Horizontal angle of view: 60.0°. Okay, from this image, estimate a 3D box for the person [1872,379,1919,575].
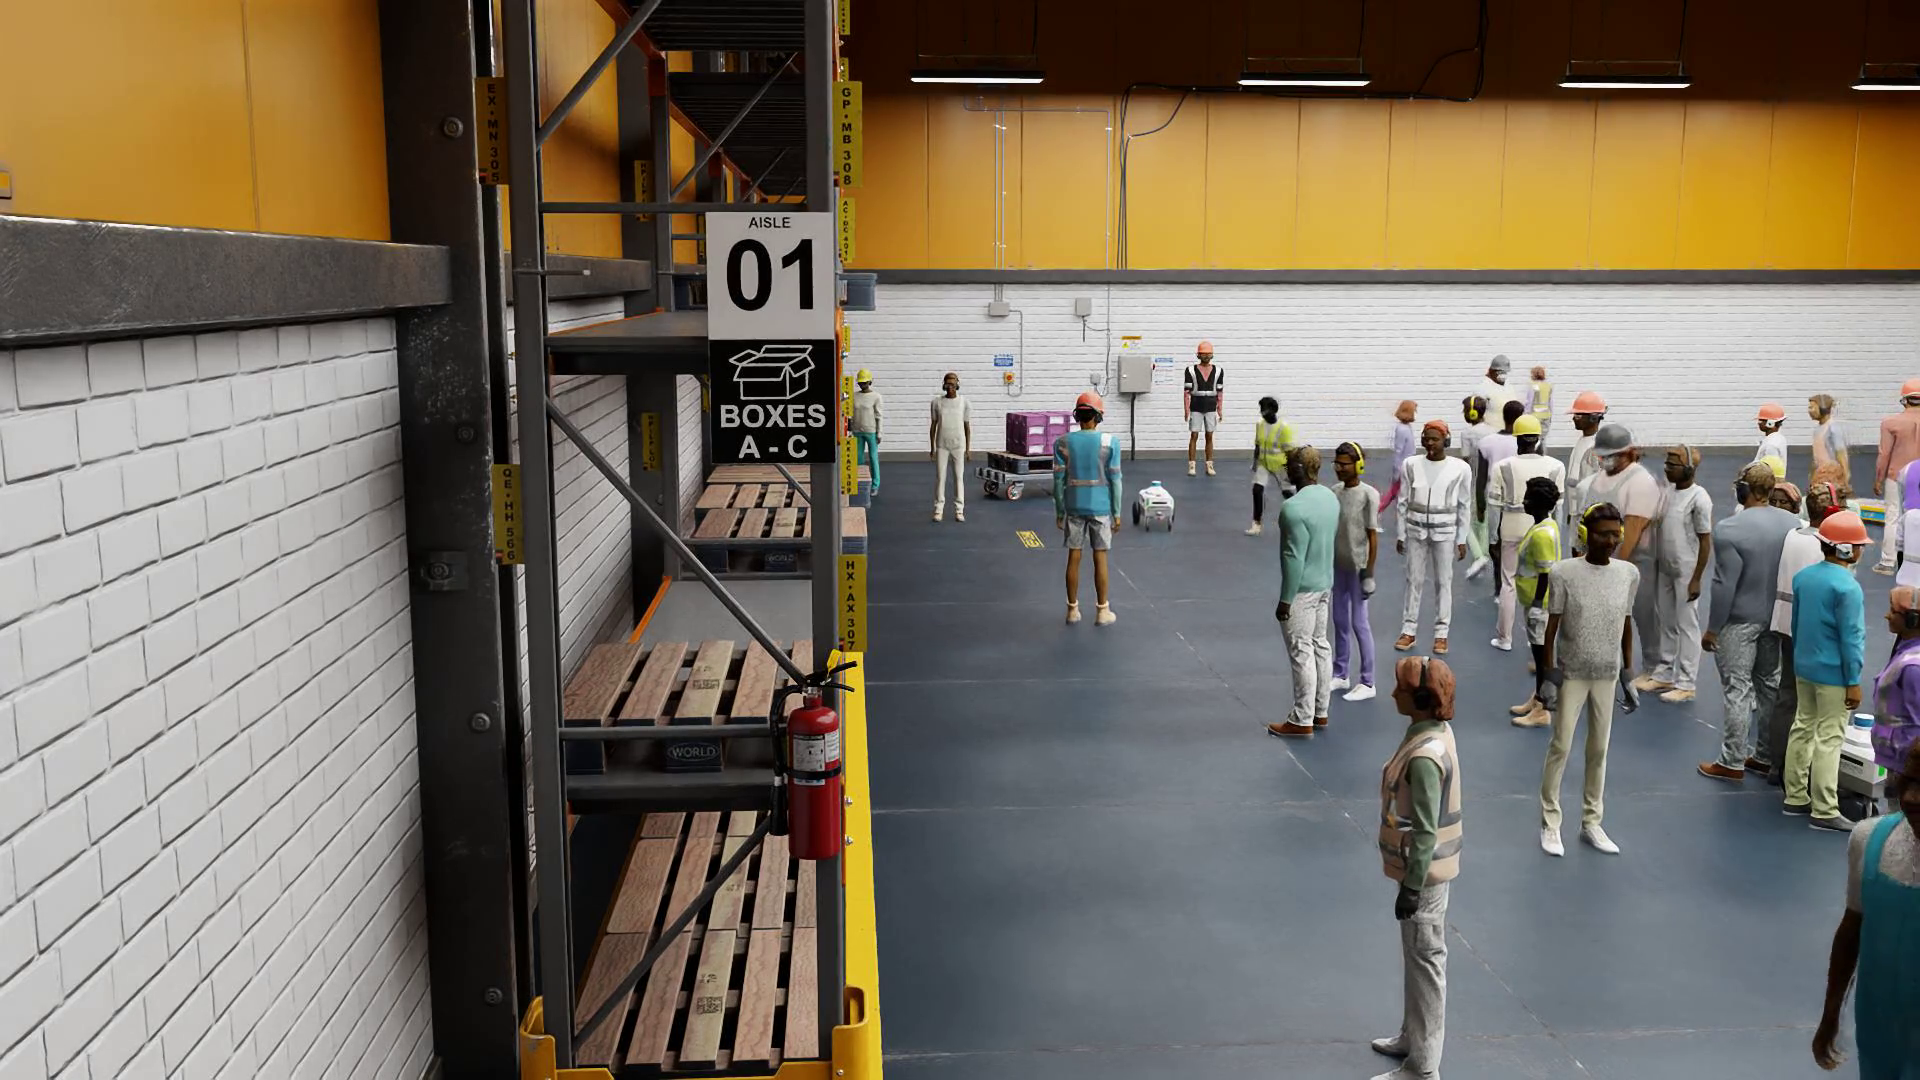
[{"bbox_3d":[9.576,-0.630,16.819,0.617,1.994,0.381,1,9,7],"label":"person"}]

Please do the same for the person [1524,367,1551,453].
[{"bbox_3d":[8.995,-1.878,25.851,0.562,1.619,0.349,-5,10,-29],"label":"person"}]

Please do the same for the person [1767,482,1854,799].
[{"bbox_3d":[4.955,0.578,9.693,0.390,1.846,0.565,-2,9,-11],"label":"person"}]

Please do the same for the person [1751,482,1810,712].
[{"bbox_3d":[5.573,0.418,11.346,0.524,1.639,0.308,7,12,38],"label":"person"}]

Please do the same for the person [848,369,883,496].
[{"bbox_3d":[-1.305,-1.474,22.869,0.524,1.761,0.338,4,10,24],"label":"person"}]

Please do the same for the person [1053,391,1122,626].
[{"bbox_3d":[1.112,-0.269,14.417,0.606,2.038,0.382,3,10,18],"label":"person"}]

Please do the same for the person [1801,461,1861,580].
[{"bbox_3d":[6.559,0.212,12.658,0.498,1.633,0.282,7,11,36],"label":"person"}]

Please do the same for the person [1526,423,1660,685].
[{"bbox_3d":[4.721,0.102,12.078,1.043,2.000,0.695,-2,9,-15],"label":"person"}]

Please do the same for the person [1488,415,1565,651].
[{"bbox_3d":[4.544,-0.049,13.413,0.586,1.918,0.395,1,9,6],"label":"person"}]

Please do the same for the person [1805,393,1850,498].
[{"bbox_3d":[8.952,-0.602,17.215,0.514,1.816,0.562,2,9,9],"label":"person"}]

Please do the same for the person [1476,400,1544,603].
[{"bbox_3d":[5.114,-0.355,15.435,0.603,1.888,0.784,8,12,40],"label":"person"}]

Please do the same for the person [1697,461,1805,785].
[{"bbox_3d":[4.711,0.494,9.934,0.627,1.941,0.372,-3,10,-19],"label":"person"}]

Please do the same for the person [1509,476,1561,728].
[{"bbox_3d":[3.891,0.415,11.183,0.322,1.697,0.536,3,10,19],"label":"person"}]

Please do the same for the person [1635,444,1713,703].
[{"bbox_3d":[5.112,0.237,11.838,0.351,1.846,0.506,-2,9,-10],"label":"person"}]

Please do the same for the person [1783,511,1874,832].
[{"bbox_3d":[4.791,0.710,9.150,0.327,1.753,0.562,-1,9,-3],"label":"person"}]

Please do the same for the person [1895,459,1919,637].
[{"bbox_3d":[7.690,0.035,13.148,0.429,1.836,0.627,-2,9,-15],"label":"person"}]

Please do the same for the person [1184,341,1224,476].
[{"bbox_3d":[3.683,-1.981,25.136,0.609,2.048,0.367,-1,9,-4],"label":"person"}]

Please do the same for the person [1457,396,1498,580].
[{"bbox_3d":[5.172,-0.509,16.522,0.552,1.849,0.627,-3,10,-19],"label":"person"}]

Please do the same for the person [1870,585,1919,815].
[{"bbox_3d":[4.310,1.016,7.589,0.312,1.642,0.512,5,10,30],"label":"person"}]

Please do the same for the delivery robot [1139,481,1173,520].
[{"bbox_3d":[2.355,-0.464,19.985,0.477,0.478,0.707,0,9,0],"label":"delivery robot"}]

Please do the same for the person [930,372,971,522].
[{"bbox_3d":[-0.118,-1.139,20.479,0.504,1.847,0.345,0,9,0],"label":"person"}]

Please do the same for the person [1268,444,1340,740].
[{"bbox_3d":[2.263,0.337,10.923,0.352,1.937,0.635,7,11,36],"label":"person"}]

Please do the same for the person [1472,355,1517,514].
[{"bbox_3d":[6.848,-1.344,21.156,0.689,2.000,0.537,-6,11,-35],"label":"person"}]

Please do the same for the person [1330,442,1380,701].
[{"bbox_3d":[2.796,0.220,11.924,0.334,1.860,0.515,-4,10,-26],"label":"person"}]

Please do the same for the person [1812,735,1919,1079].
[{"bbox_3d":[2.737,1.391,4.691,0.894,1.814,0.521,-4,10,-25],"label":"person"}]

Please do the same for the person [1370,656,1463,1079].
[{"bbox_3d":[1.714,1.236,6.214,0.308,1.640,0.511,3,9,17],"label":"person"}]

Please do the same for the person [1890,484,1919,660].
[{"bbox_3d":[6.739,0.349,11.599,0.317,1.695,0.540,-1,9,-8],"label":"person"}]

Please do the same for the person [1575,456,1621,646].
[{"bbox_3d":[5.230,0.037,13.439,0.577,1.736,0.355,-3,10,-20],"label":"person"}]

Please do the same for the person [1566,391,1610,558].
[{"bbox_3d":[5.366,-0.255,14.313,0.371,2.044,0.608,0,9,1],"label":"person"}]

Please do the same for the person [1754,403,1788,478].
[{"bbox_3d":[8.116,-0.499,16.743,0.327,1.753,0.563,5,10,30],"label":"person"}]

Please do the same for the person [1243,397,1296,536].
[{"bbox_3d":[3.585,-0.831,19.190,0.839,1.630,0.546,-7,12,-39],"label":"person"}]

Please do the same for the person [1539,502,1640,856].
[{"bbox_3d":[3.296,0.724,8.705,0.517,1.873,0.328,-1,9,-3],"label":"person"}]

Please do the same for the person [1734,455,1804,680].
[{"bbox_3d":[5.801,0.258,12.025,0.492,1.742,0.324,0,9,1],"label":"person"}]

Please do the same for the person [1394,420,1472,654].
[{"bbox_3d":[3.796,-0.027,13.383,0.576,1.882,0.362,5,10,29],"label":"person"}]
